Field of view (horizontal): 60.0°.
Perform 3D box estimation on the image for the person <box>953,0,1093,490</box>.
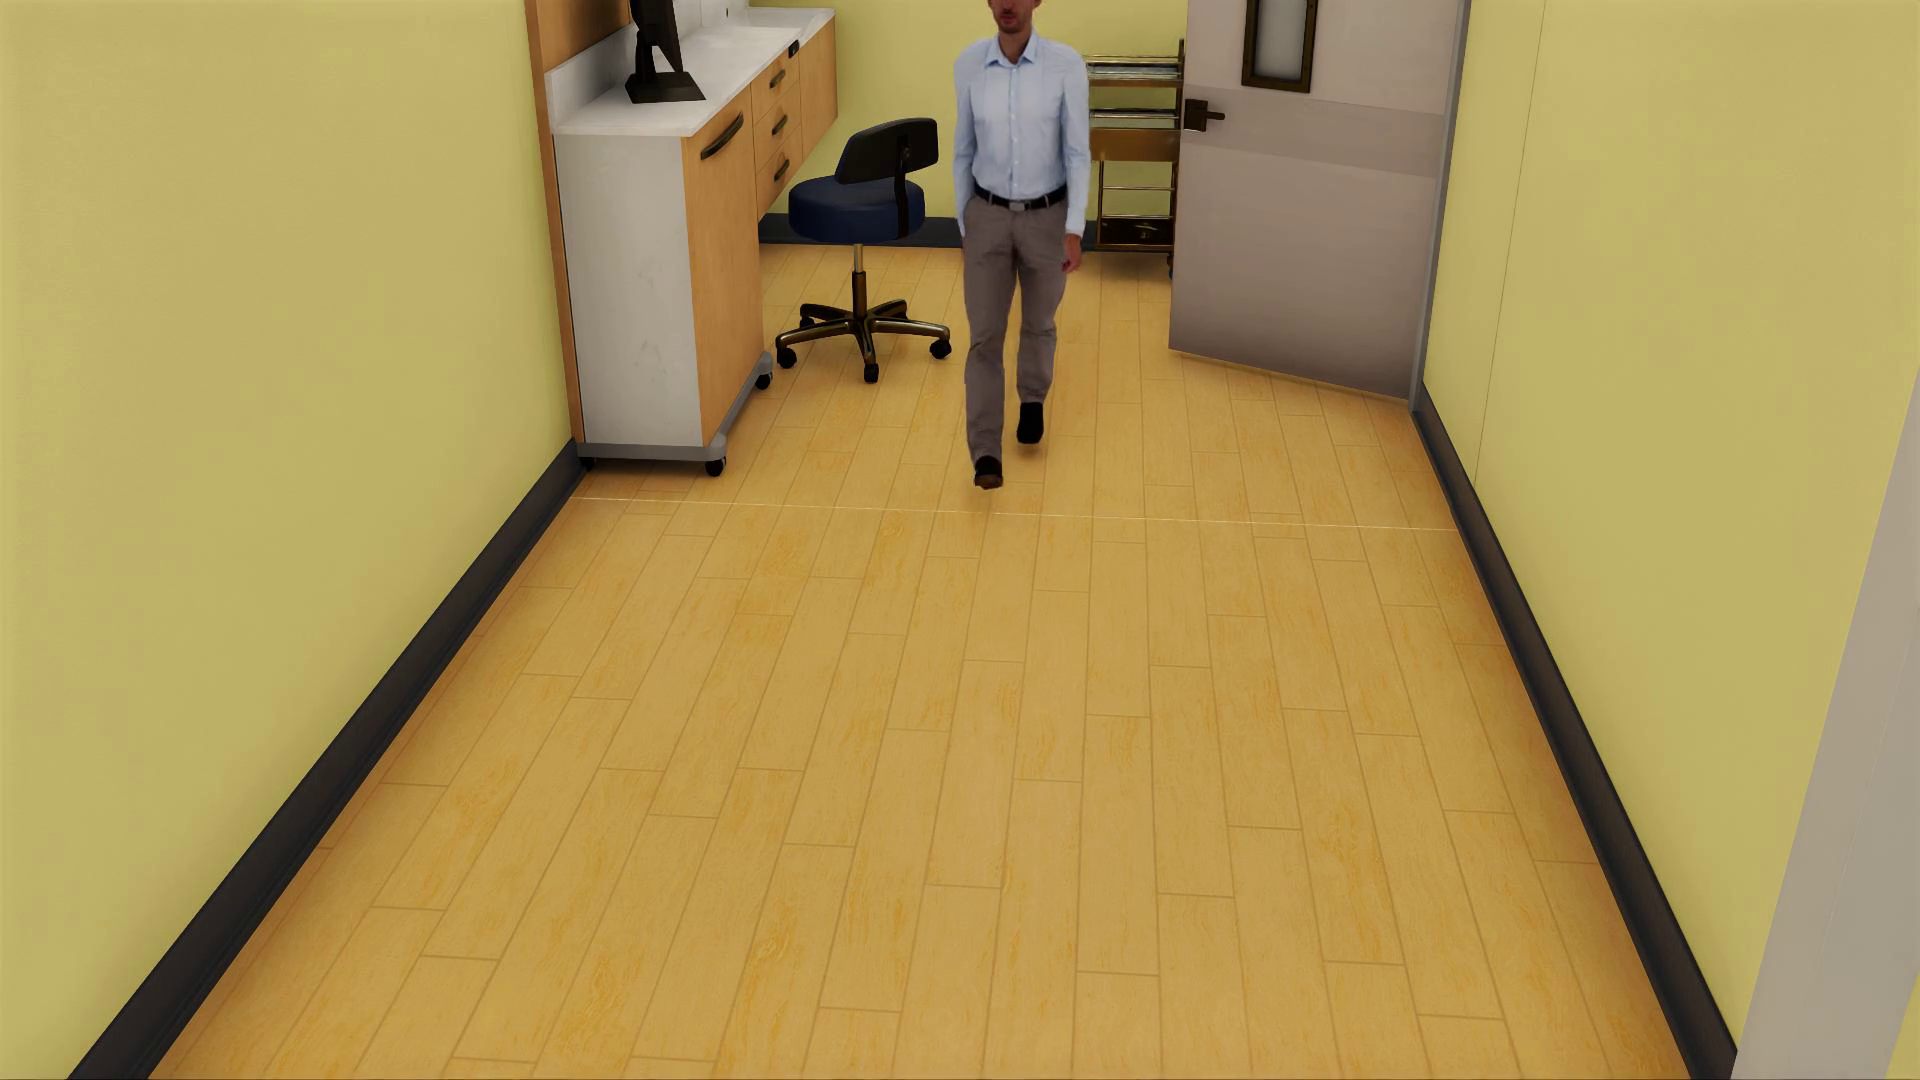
[{"bbox_3d":[0.226,-1.120,5.899,1.138,1.788,0.689,2,26,4],"label":"person"}]
